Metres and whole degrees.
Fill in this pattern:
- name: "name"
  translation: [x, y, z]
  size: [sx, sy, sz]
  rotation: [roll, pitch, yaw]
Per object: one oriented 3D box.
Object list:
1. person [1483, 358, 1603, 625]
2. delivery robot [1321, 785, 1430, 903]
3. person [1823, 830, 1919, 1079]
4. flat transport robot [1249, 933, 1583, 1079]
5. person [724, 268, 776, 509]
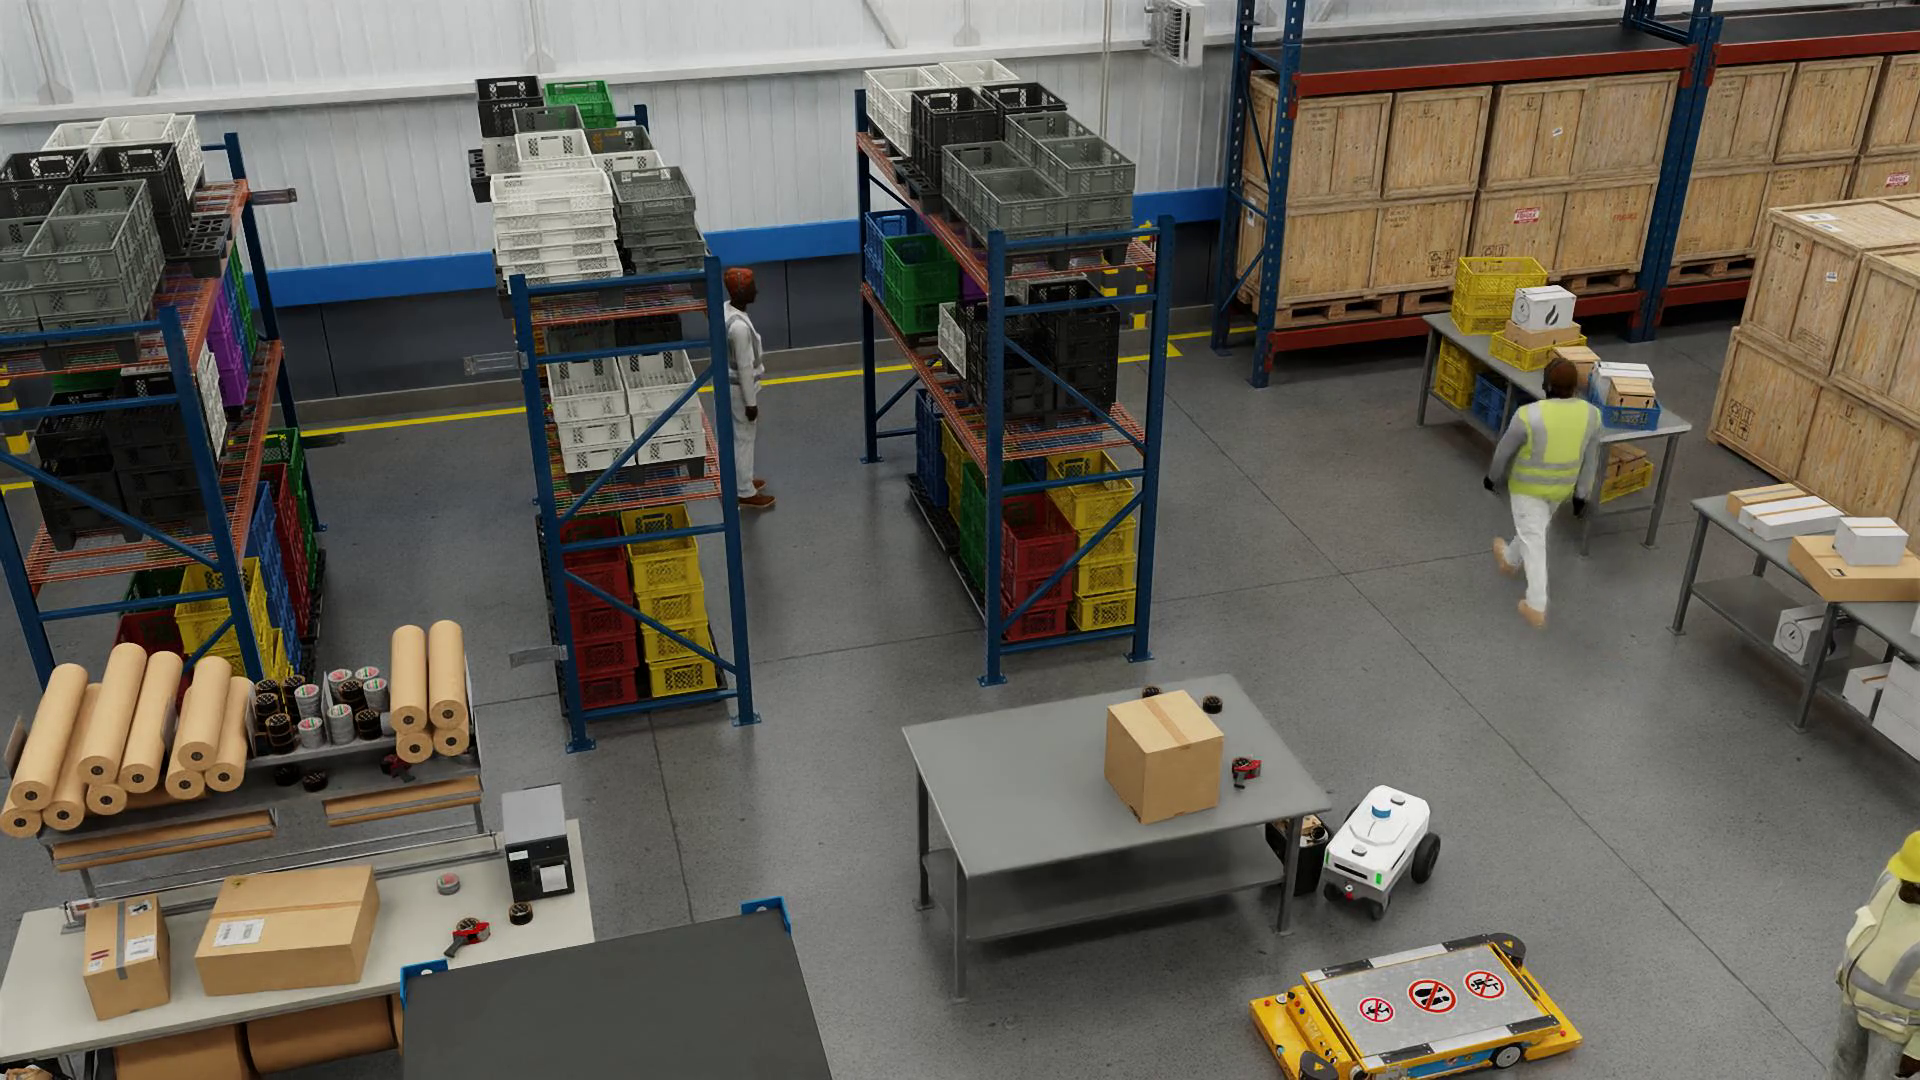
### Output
- name: "person"
  translation: [3.906, -0.398, 11.294]
  size: [0.621, 1.787, 0.988]
  rotation: [-6, 29, -11]
- name: "delivery robot"
  translation: [2.214, 1.599, 8.837]
  size: [0.477, 0.478, 0.707]
  rotation: [19, 34, 30]
- name: "person"
  translation: [3.888, 1.943, 6.993]
  size: [0.403, 1.827, 0.588]
  rotation: [-2, 29, -4]
- name: "flat transport robot"
  translation: [2.184, 2.282, 7.980]
  size: [1.431, 0.197, 0.652]
  rotation: [-8, 30, -14]
- name: "person"
  translation: [-1.643, -1.151, 12.564]
  size: [0.337, 1.882, 0.585]
  rotation: [-9, 30, -16]
